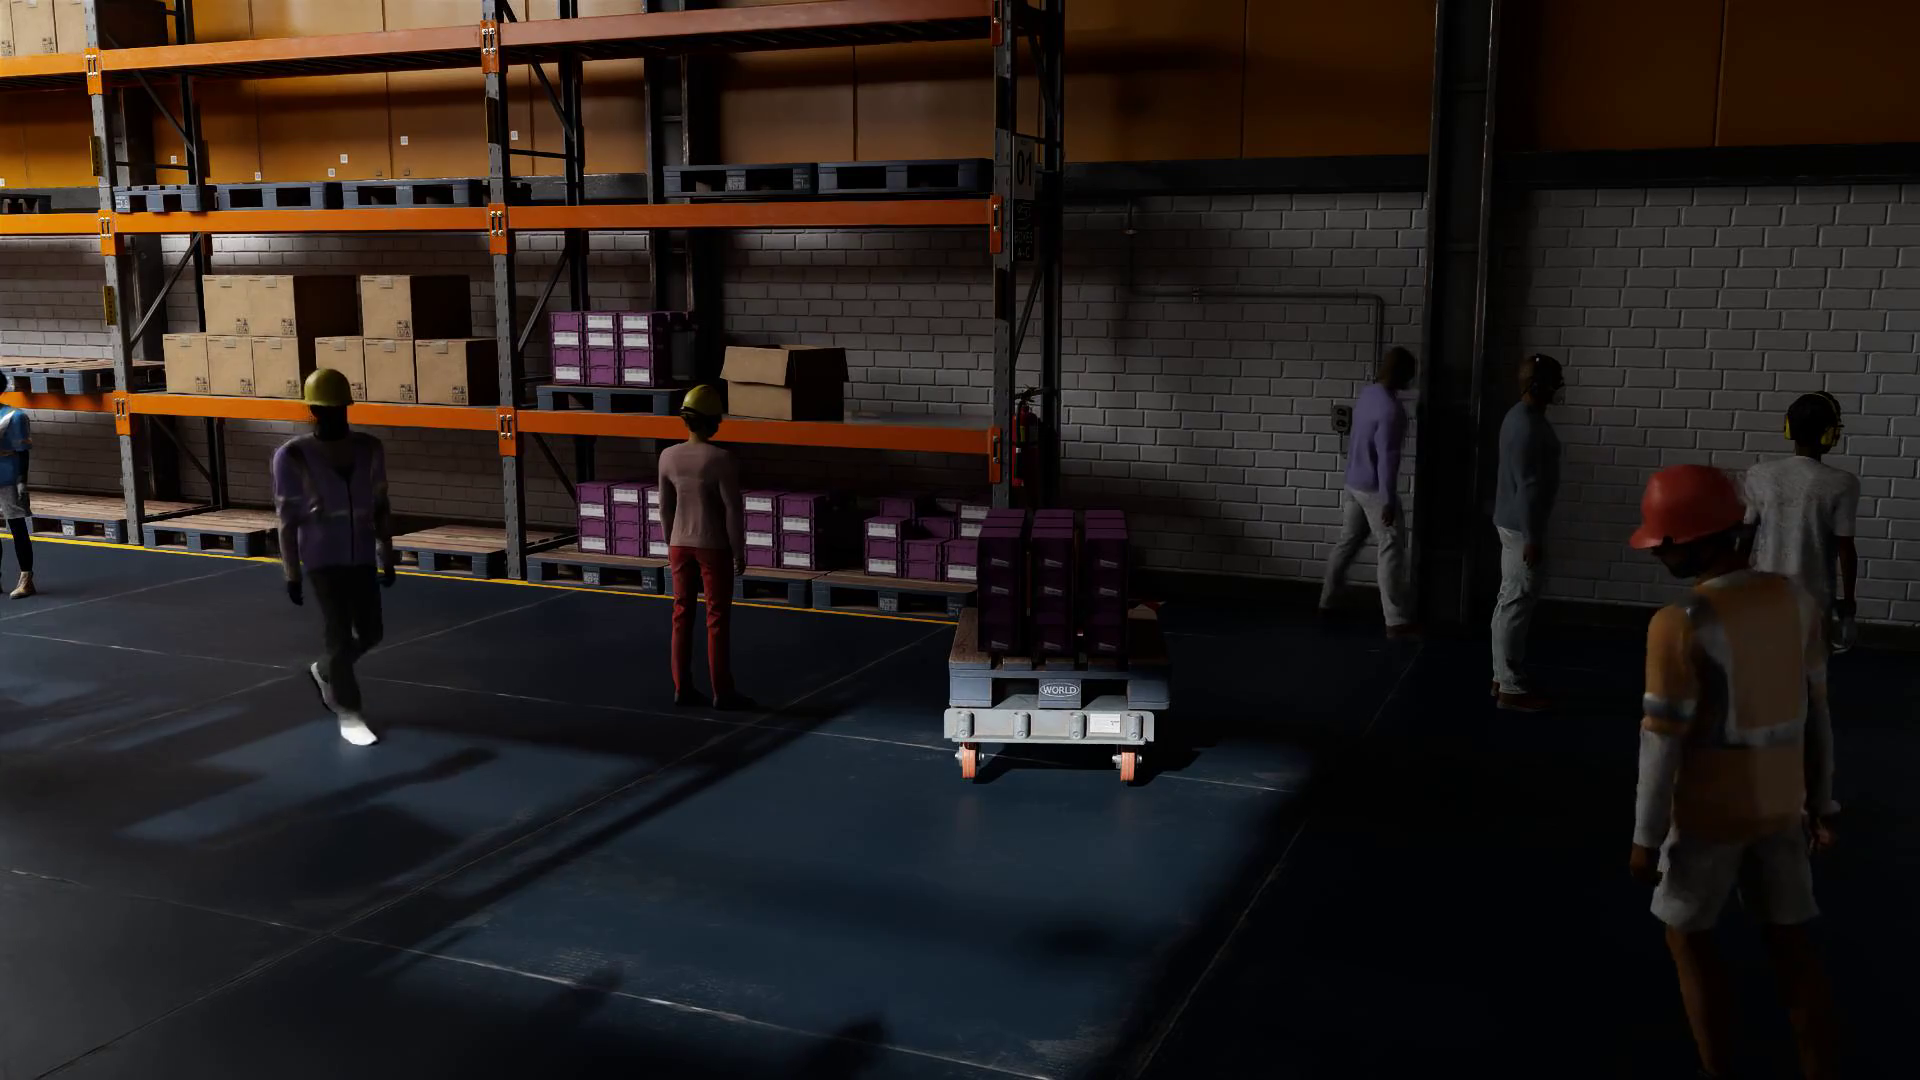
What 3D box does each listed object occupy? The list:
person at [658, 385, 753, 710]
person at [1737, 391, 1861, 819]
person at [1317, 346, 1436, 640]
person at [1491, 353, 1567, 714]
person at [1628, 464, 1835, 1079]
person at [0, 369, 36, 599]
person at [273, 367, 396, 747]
[{"bbox_3d":[-1.388,0.043,9.036,0.526,1.768,0.314,5,10,25],"label":"person"},{"bbox_3d":[3.666,0.283,7.291,0.313,1.869,0.539,-8,12,-38],"label":"person"},{"bbox_3d":[2.763,-0.319,10.888,0.571,1.893,0.785,-1,10,-5],"label":"person"},{"bbox_3d":[3.089,-0.044,9.043,0.373,1.940,0.629,2,10,14],"label":"person"},{"bbox_3d":[2.143,0.745,4.494,0.634,1.888,0.638,-3,10,-19],"label":"person"},{"bbox_3d":[-6.950,-0.419,12.002,0.532,1.699,0.319,1,10,7],"label":"person"},{"bbox_3d":[-3.182,0.072,8.446,0.642,1.905,0.597,8,12,39],"label":"person"}]
